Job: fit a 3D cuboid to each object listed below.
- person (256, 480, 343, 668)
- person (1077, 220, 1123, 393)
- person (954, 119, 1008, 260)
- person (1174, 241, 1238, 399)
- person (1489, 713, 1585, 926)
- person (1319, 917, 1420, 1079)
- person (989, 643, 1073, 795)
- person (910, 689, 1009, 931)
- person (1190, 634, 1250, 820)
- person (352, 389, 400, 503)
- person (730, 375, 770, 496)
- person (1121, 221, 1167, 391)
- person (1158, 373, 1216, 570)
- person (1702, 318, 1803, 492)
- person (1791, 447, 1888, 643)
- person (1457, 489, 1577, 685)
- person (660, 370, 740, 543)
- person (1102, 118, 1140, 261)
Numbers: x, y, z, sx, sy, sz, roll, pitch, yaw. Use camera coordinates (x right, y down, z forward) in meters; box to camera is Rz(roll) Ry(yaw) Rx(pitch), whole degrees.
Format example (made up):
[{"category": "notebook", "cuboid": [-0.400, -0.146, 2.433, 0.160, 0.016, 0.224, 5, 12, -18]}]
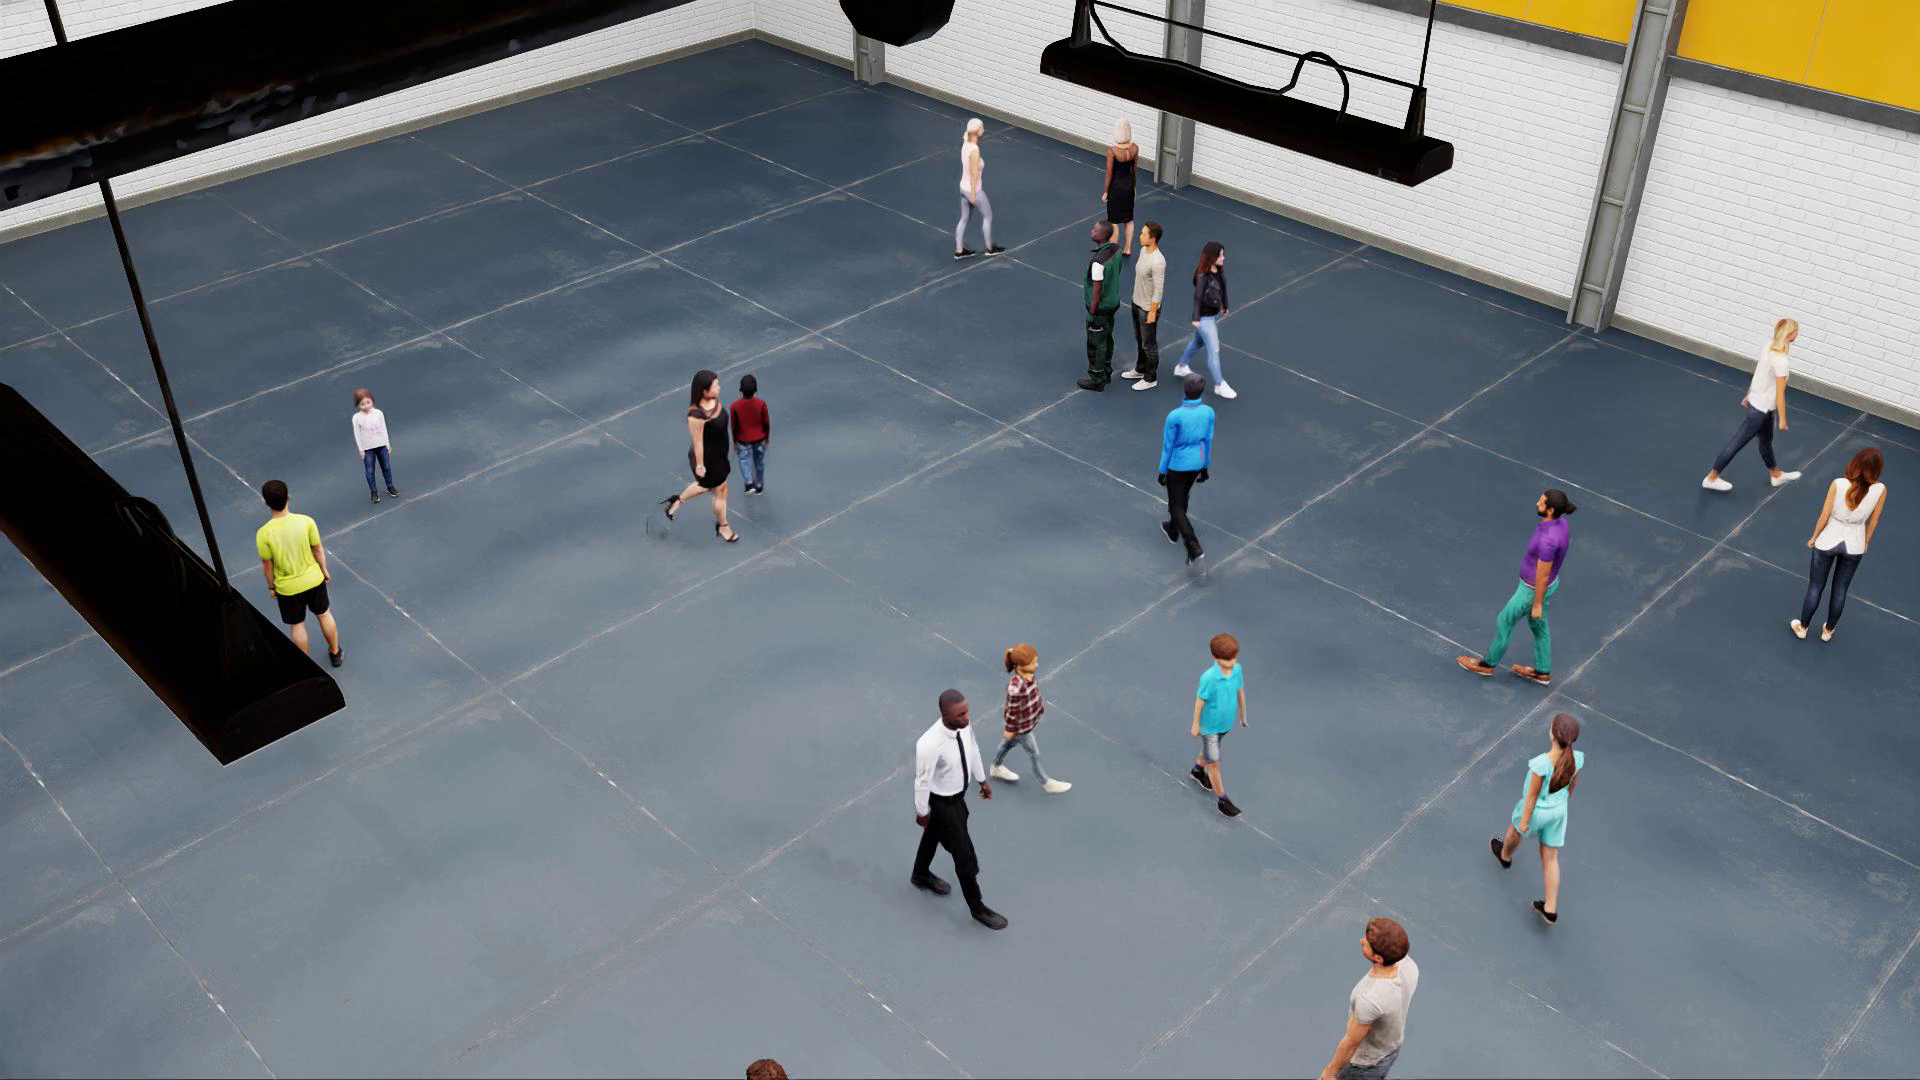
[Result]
[{"category": "person", "cuboid": [-5.201, 0.299, 13.075, 0.655, 1.706, 0.583, -20, 38, -27]}, {"category": "person", "cuboid": [1.450, -2.406, 17.023, 0.709, 1.839, 0.757, 17, 37, 23]}, {"category": "person", "cuboid": [0.064, -4.134, 19.747, 0.839, 1.703, 0.897, -13, 36, -19]}, {"category": "person", "cuboid": [2.479, -2.298, 17.083, 1.068, 1.595, 0.778, 20, 38, 27]}, {"category": "person", "cuboid": [3.878, 1.833, 10.934, 0.960, 1.521, 1.129, -6, 34, -9]}, {"category": "person", "cuboid": [2.309, 2.834, 9.116, 1.058, 1.866, 0.789, 23, 40, 30]}, {"category": "person", "cuboid": [0.381, 1.271, 12.003, 0.954, 1.273, 0.777, 11, 35, 16]}, {"category": "person", "cuboid": [-0.164, 1.666, 10.930, 1.125, 1.804, 0.834, 17, 37, 24]}, {"category": "person", "cuboid": [1.792, 1.238, 11.913, 0.635, 1.427, 0.900, -21, 39, -28]}, {"category": "person", "cuboid": [-5.439, -0.894, 15.407, 0.481, 1.111, 0.521, -20, 39, -28]}, {"category": "person", "cuboid": [-1.923, -0.929, 15.338, 0.622, 1.246, 0.677, -8, 35, -12]}, {"category": "person", "cuboid": [1.930, -2.418, 17.067, 0.796, 1.812, 0.661, -9, 35, -13]}, {"category": "person", "cuboid": [1.972, -0.584, 14.346, 0.903, 1.769, 1.181, -13, 36, -18]}, {"category": "person", "cuboid": [7.241, -1.199, 15.266, 1.191, 1.776, 1.037, 5, 34, 7]}, {"category": "person", "cuboid": [7.087, 0.046, 13.384, 0.604, 1.785, 0.726, 11, 35, 15]}, {"category": "person", "cuboid": [4.556, 0.406, 12.879, 1.023, 1.745, 0.807, 16, 37, 23]}, {"category": "person", "cuboid": [-2.294, -0.714, 14.609, 1.042, 1.695, 0.961, 2, 34, 3]}, {"category": "person", "cuboid": [1.904, -4.138, 19.714, 0.657, 1.746, 0.627, -15, 36, -21]}]
